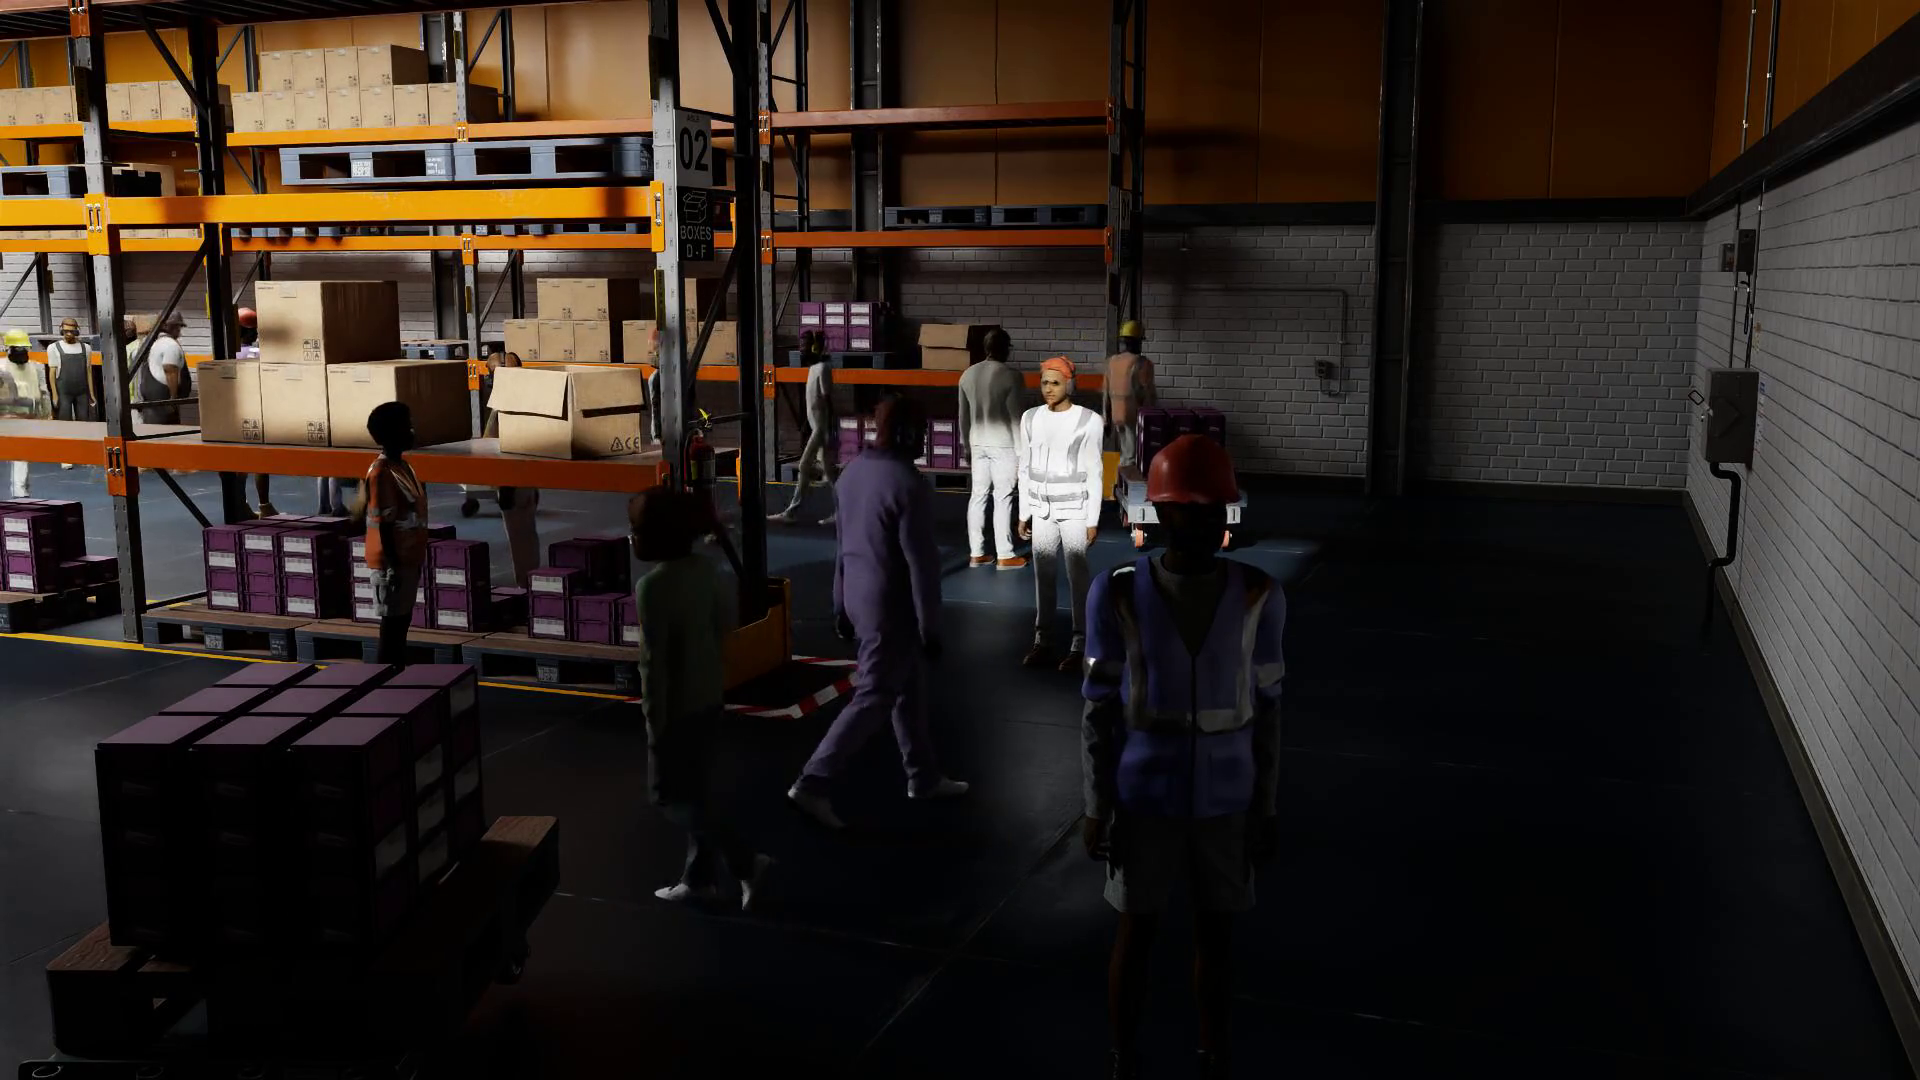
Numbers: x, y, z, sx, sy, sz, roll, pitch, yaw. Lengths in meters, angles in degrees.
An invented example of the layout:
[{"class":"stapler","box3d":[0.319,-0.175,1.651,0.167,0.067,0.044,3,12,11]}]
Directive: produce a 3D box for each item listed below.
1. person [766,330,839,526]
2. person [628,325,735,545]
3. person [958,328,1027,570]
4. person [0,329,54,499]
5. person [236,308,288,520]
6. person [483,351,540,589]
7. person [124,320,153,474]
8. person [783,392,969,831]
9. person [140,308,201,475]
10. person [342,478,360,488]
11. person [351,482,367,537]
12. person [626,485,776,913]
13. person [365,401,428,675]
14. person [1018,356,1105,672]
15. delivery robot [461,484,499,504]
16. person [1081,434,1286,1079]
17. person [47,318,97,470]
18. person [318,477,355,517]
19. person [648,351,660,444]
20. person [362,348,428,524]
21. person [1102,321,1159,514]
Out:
[{"class":"person","box3d":[-1.443,-1.034,15.568,0.896,1.835,0.563,-2,9,-12]},{"class":"person","box3d":[-2.447,-0.910,14.419,0.925,1.965,0.623,4,10,24]},{"class":"person","box3d":[0.271,-0.728,13.348,0.630,1.938,0.369,7,11,38]},{"class":"person","box3d":[-9.488,-1.232,16.896,0.631,1.808,0.608,3,10,18]},{"class":"person","box3d":[-6.733,-1.175,15.817,0.607,2.048,0.367,3,10,20]},{"class":"person","box3d":[-3.110,-0.391,11.566,0.429,1.836,0.620,-2,9,-10]},{"class":"person","box3d":[-9.838,-1.698,19.785,0.429,1.836,0.623,-8,12,-40]},{"class":"person","box3d":[-0.361,0.297,7.161,0.949,1.870,0.657,-5,10,-30]},{"class":"person","box3d":[-9.380,-1.734,19.348,0.704,2.000,0.890,9,13,44]},{"class":"person","box3d":[-6.742,-1.486,18.212,0.548,1.919,0.722,-8,12,-43]},{"class":"person","box3d":[-5.121,-0.897,14.540,0.584,1.893,0.621,6,11,32]},{"class":"person","box3d":[-0.925,0.605,6.012,0.533,1.619,0.532,4,10,23]},{"class":"person","box3d":[-2.971,0.115,8.803,0.317,1.700,0.535,-1,9,-8]},{"class":"person","box3d":[0.597,-0.156,9.953,0.576,1.880,0.351,6,11,35]},{"class":"delivery robot","box3d":[-4.541,-0.565,16.361,0.707,0.478,0.477,-2,9,-12]},{"class":"person","box3d":[0.601,0.681,4.487,0.552,1.942,0.342,0,9,-2]},{"class":"person","box3d":[-10.818,-1.784,20.295,0.351,1.839,0.506,8,12,40]},{"class":"person","box3d":[-6.124,-1.110,16.331,0.348,1.759,0.521,-9,13,-44]},{"class":"person","box3d":[-2.820,-1.060,16.041,0.287,1.746,0.487,2,9,14]},{"class":"person","box3d":[-4.396,-0.620,13.002,0.590,1.833,0.404,-5,10,-27]},{"class":"person","box3d":[1.706,-1.202,16.415,0.446,1.911,0.595,-8,12,-41]}]
